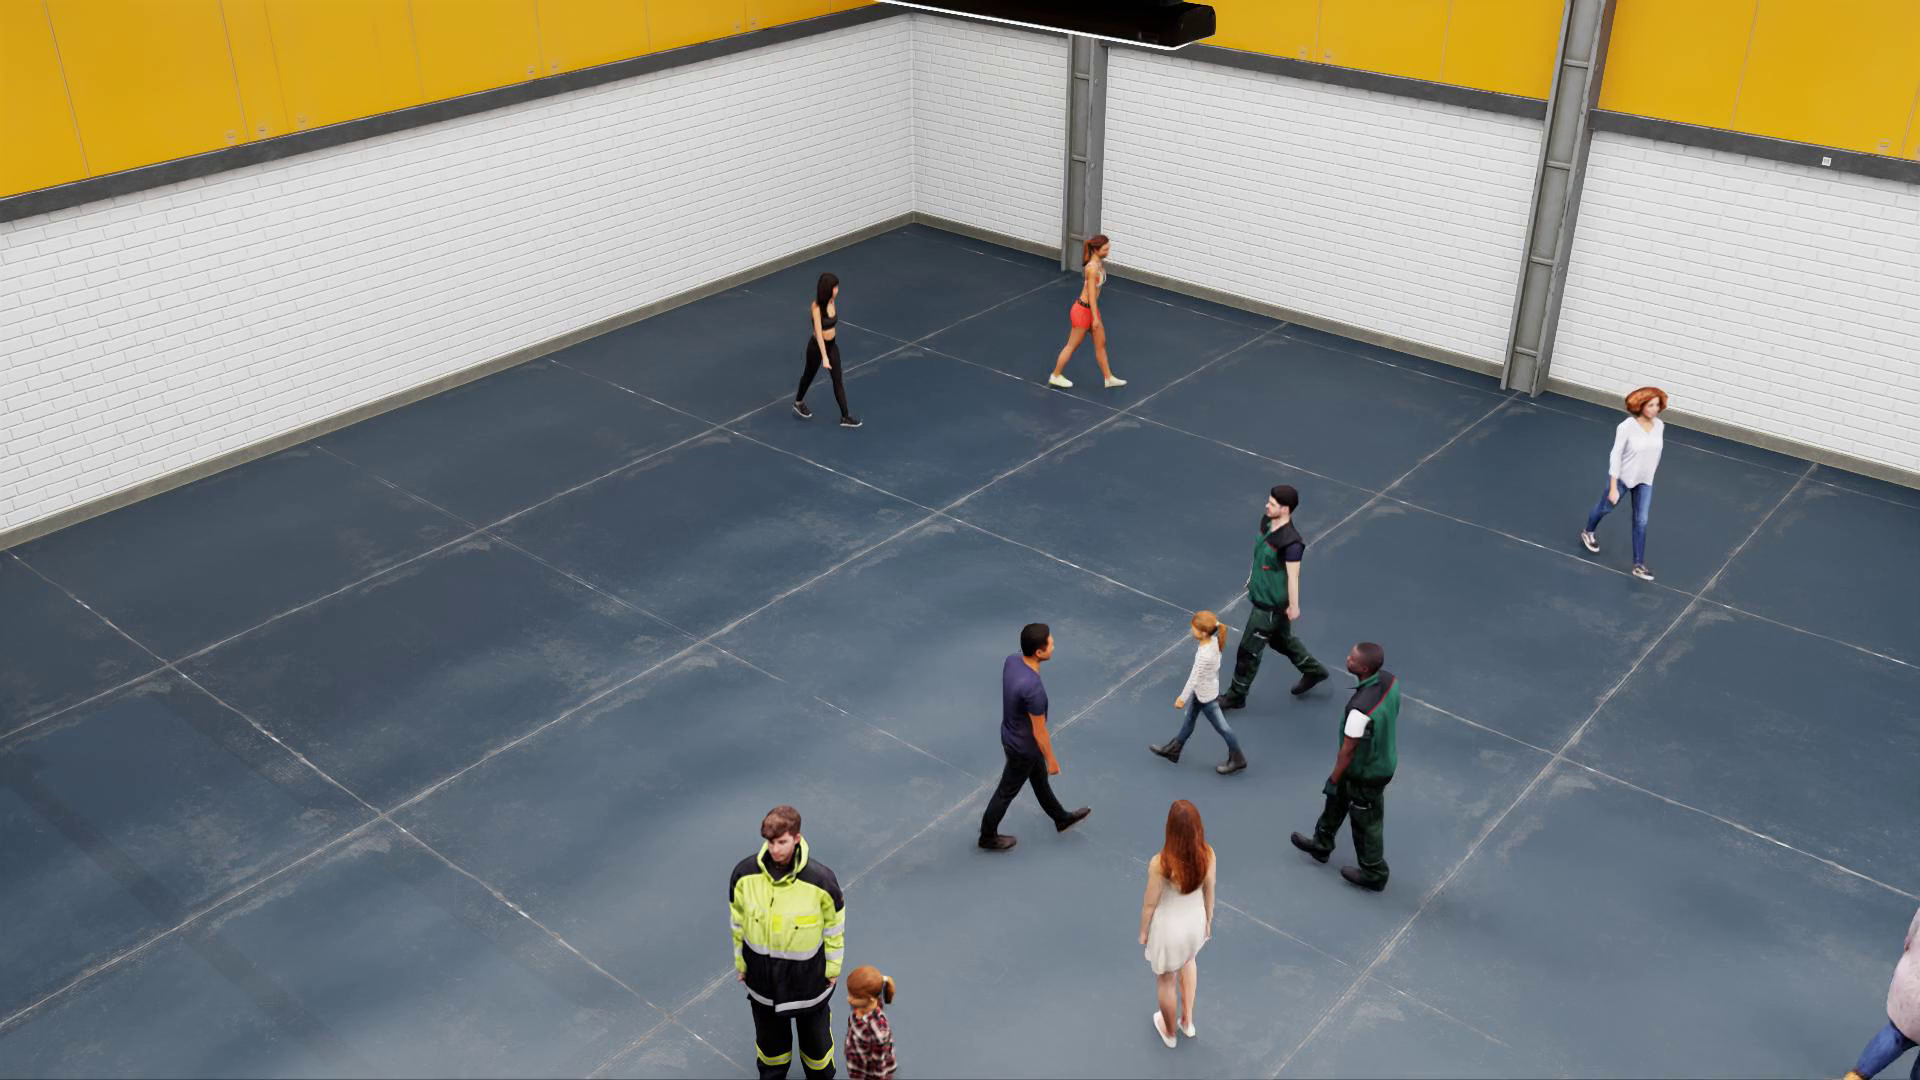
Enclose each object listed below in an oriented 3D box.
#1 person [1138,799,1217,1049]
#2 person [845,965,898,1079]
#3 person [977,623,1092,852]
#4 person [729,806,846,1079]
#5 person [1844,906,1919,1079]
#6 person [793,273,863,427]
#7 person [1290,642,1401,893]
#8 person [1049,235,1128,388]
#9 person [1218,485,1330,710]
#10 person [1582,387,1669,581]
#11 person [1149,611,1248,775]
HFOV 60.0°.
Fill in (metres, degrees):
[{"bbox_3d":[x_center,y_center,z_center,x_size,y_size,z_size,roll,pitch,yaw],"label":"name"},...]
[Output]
[{"bbox_3d":[1.254,2.213,9.295,0.709,1.707,0.767,-7,29,-13],"label":"person"},{"bbox_3d":[-0.455,2.749,8.732,0.670,1.305,0.570,-11,31,-20],"label":"person"},{"bbox_3d":[0.317,1.335,10.860,1.113,1.749,1.093,-5,29,-10],"label":"person"},{"bbox_3d":[-0.919,2.240,8.956,0.813,1.983,0.931,3,29,6],"label":"person"},{"bbox_3d":[5.148,2.439,8.862,0.977,1.724,0.968,-7,29,-13],"label":"person"},{"bbox_3d":[-1.480,-1.938,17.022,1.117,1.594,0.582,20,34,32],"label":"person"},{"bbox_3d":[2.647,1.472,10.545,0.984,1.810,0.784,17,33,29],"label":"person"},{"bbox_3d":[1.253,-2.417,17.739,1.167,1.748,0.915,4,29,8],"label":"person"},{"bbox_3d":[2.414,0.432,12.396,1.247,1.863,1.216,-3,29,-6],"label":"person"},{"bbox_3d":[5.756,-0.569,14.438,1.137,1.665,1.231,-4,29,-7],"label":"person"},{"bbox_3d":[1.814,1.111,11.759,0.989,1.281,0.727,8,30,14],"label":"person"}]
